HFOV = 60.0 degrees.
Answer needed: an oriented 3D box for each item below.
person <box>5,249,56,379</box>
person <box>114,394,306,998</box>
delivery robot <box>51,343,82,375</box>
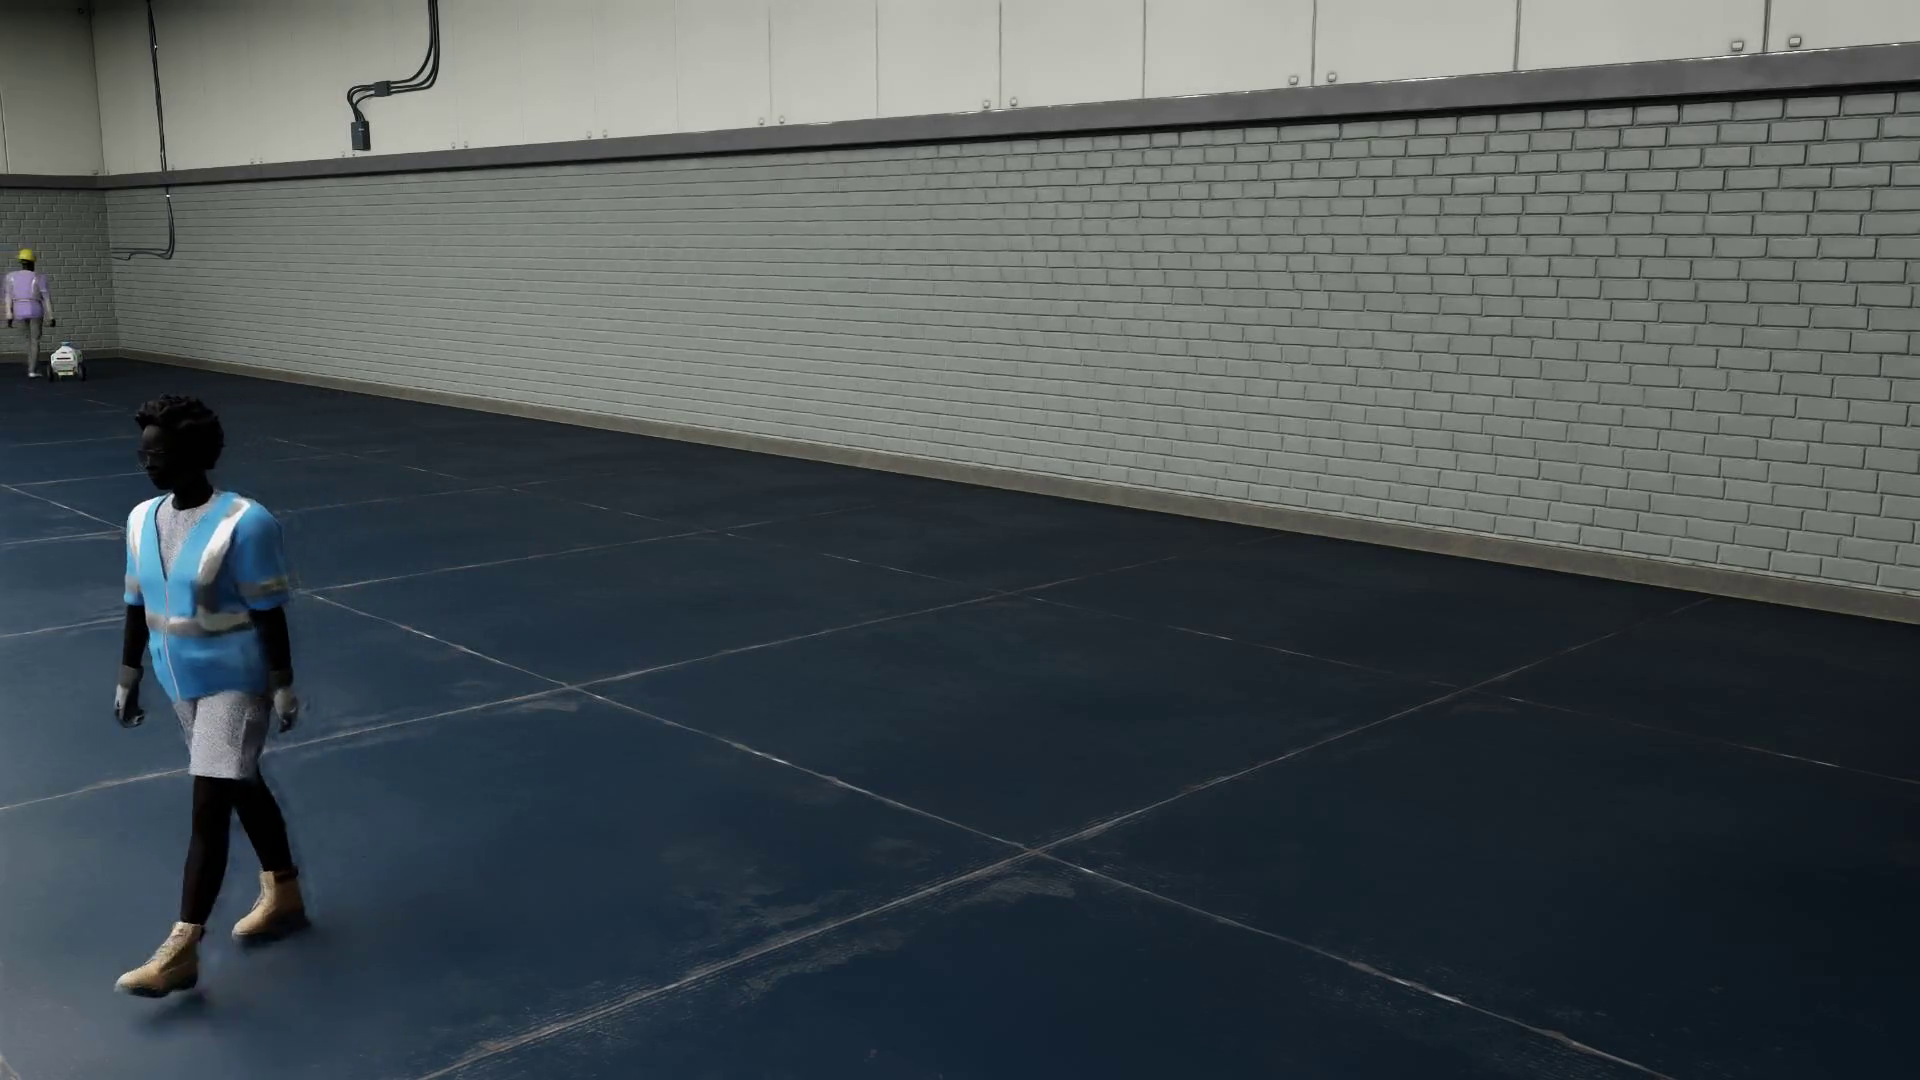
[{"bbox_3d":[-13.850,-3.386,24.899,0.604,1.888,0.876,-1,10,-4],"label":"person"},{"bbox_3d":[-2.213,0.426,4.727,0.546,1.653,0.824,5,11,24],"label":"person"},{"bbox_3d":[-13.134,-2.660,24.450,0.477,0.478,0.707,-4,11,-21],"label":"delivery robot"}]
